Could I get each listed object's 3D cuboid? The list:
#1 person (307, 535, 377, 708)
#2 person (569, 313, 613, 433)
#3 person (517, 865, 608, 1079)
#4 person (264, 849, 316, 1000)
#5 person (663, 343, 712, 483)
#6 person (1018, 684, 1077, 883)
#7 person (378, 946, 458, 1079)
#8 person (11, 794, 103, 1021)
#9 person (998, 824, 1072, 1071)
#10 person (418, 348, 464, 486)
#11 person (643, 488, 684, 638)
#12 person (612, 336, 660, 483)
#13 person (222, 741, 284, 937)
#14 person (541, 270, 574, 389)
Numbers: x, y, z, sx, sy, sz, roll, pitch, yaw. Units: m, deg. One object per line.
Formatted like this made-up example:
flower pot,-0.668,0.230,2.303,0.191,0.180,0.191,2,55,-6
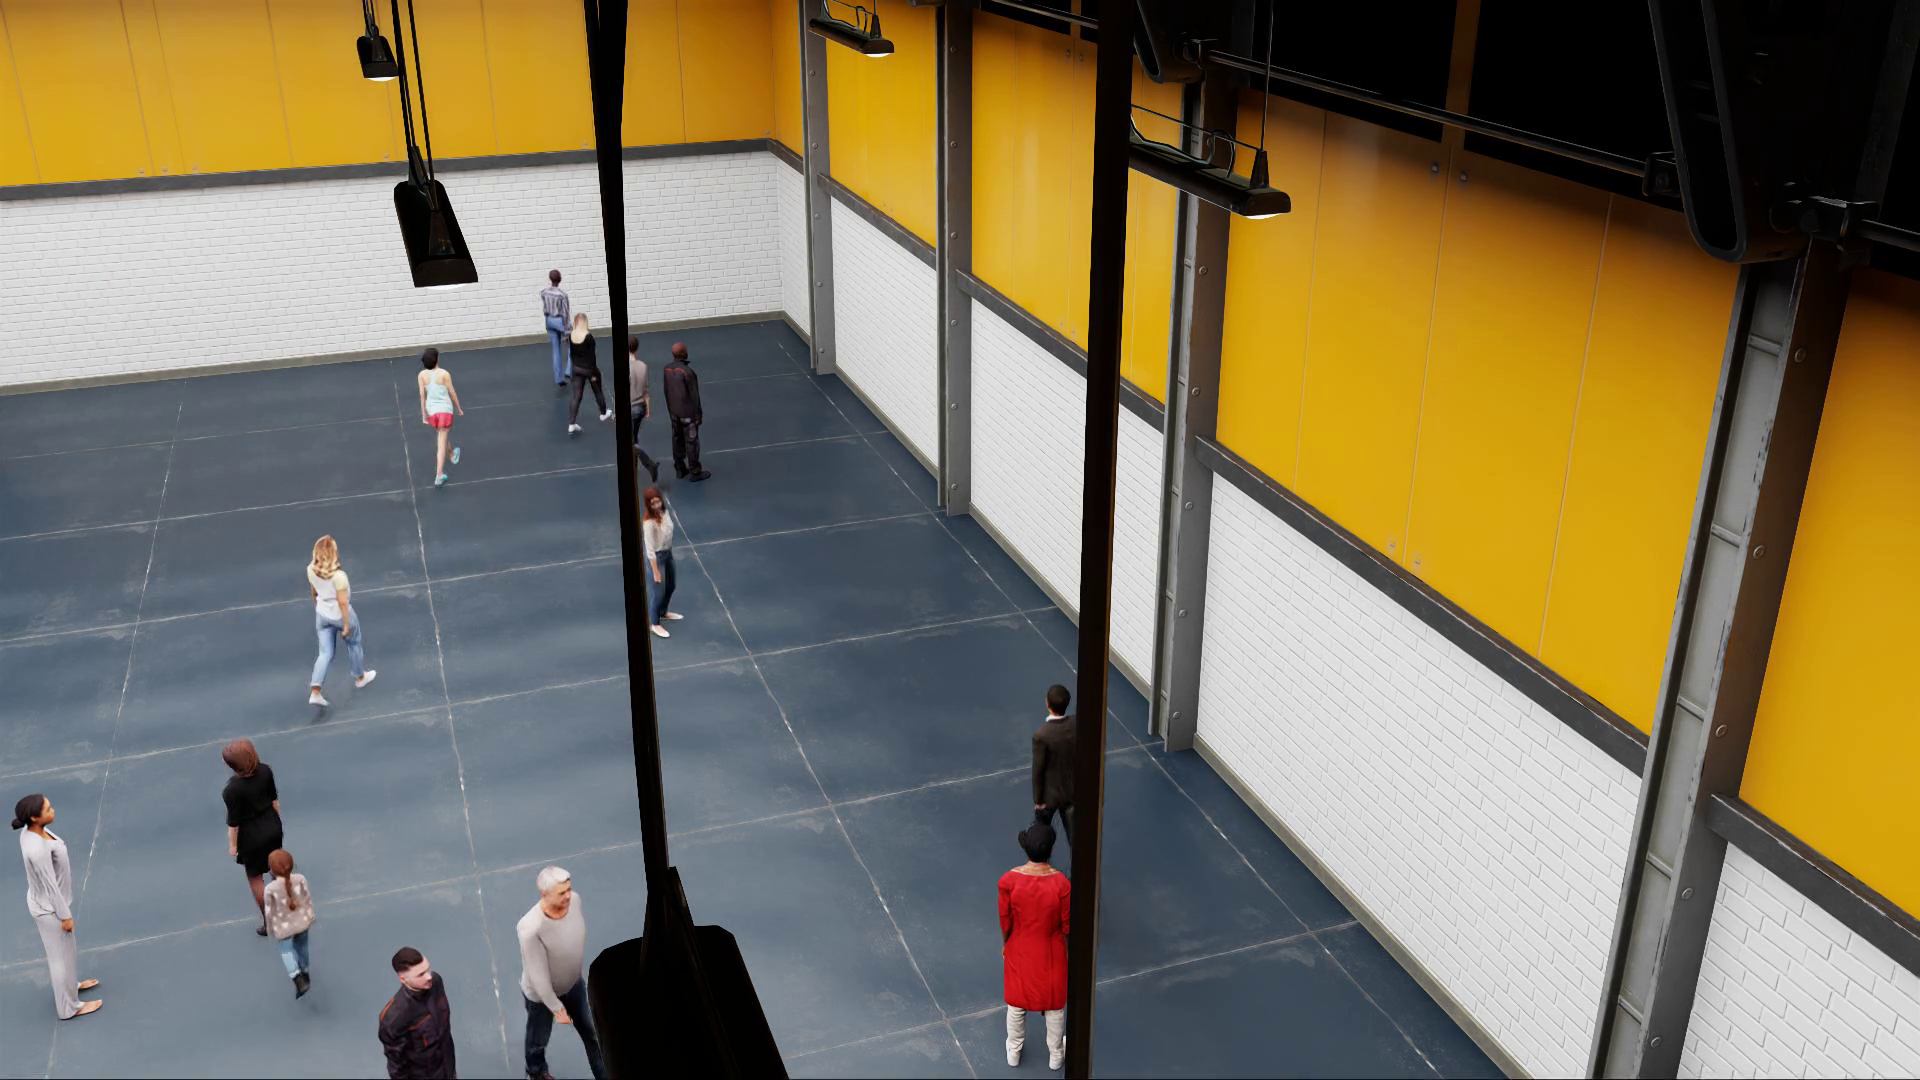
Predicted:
person,-6.044,0.803,15.886,1.056,1.689,1.193,7,25,16
person,-5.249,-2.264,22.973,1.127,1.632,1.229,9,25,20
person,-2.720,2.911,10.858,1.280,1.855,1.142,15,28,30
person,-4.816,2.774,12.004,0.611,1.188,0.756,-17,29,-34
person,-3.553,-1.655,21.338,0.757,1.826,0.849,14,27,30
person,0.833,1.999,13.057,0.759,1.763,1.145,-10,26,-22
person,-3.268,3.227,10.135,0.868,1.854,0.757,6,24,13
person,-6.444,2.574,11.782,0.730,1.732,0.559,-15,28,-31
person,0.525,2.742,11.207,0.775,1.884,0.777,4,24,9
person,-6.662,-1.552,21.245,0.960,1.712,1.238,3,24,7
person,-3.139,0.207,17.246,0.879,1.693,0.809,4,24,8
person,-4.132,-1.617,21.191,1.190,1.875,1.003,20,30,38
person,-5.316,2.237,12.592,0.698,1.700,0.657,17,29,34
person,-6.013,-3.108,24.715,0.775,1.784,0.824,6,24,14
